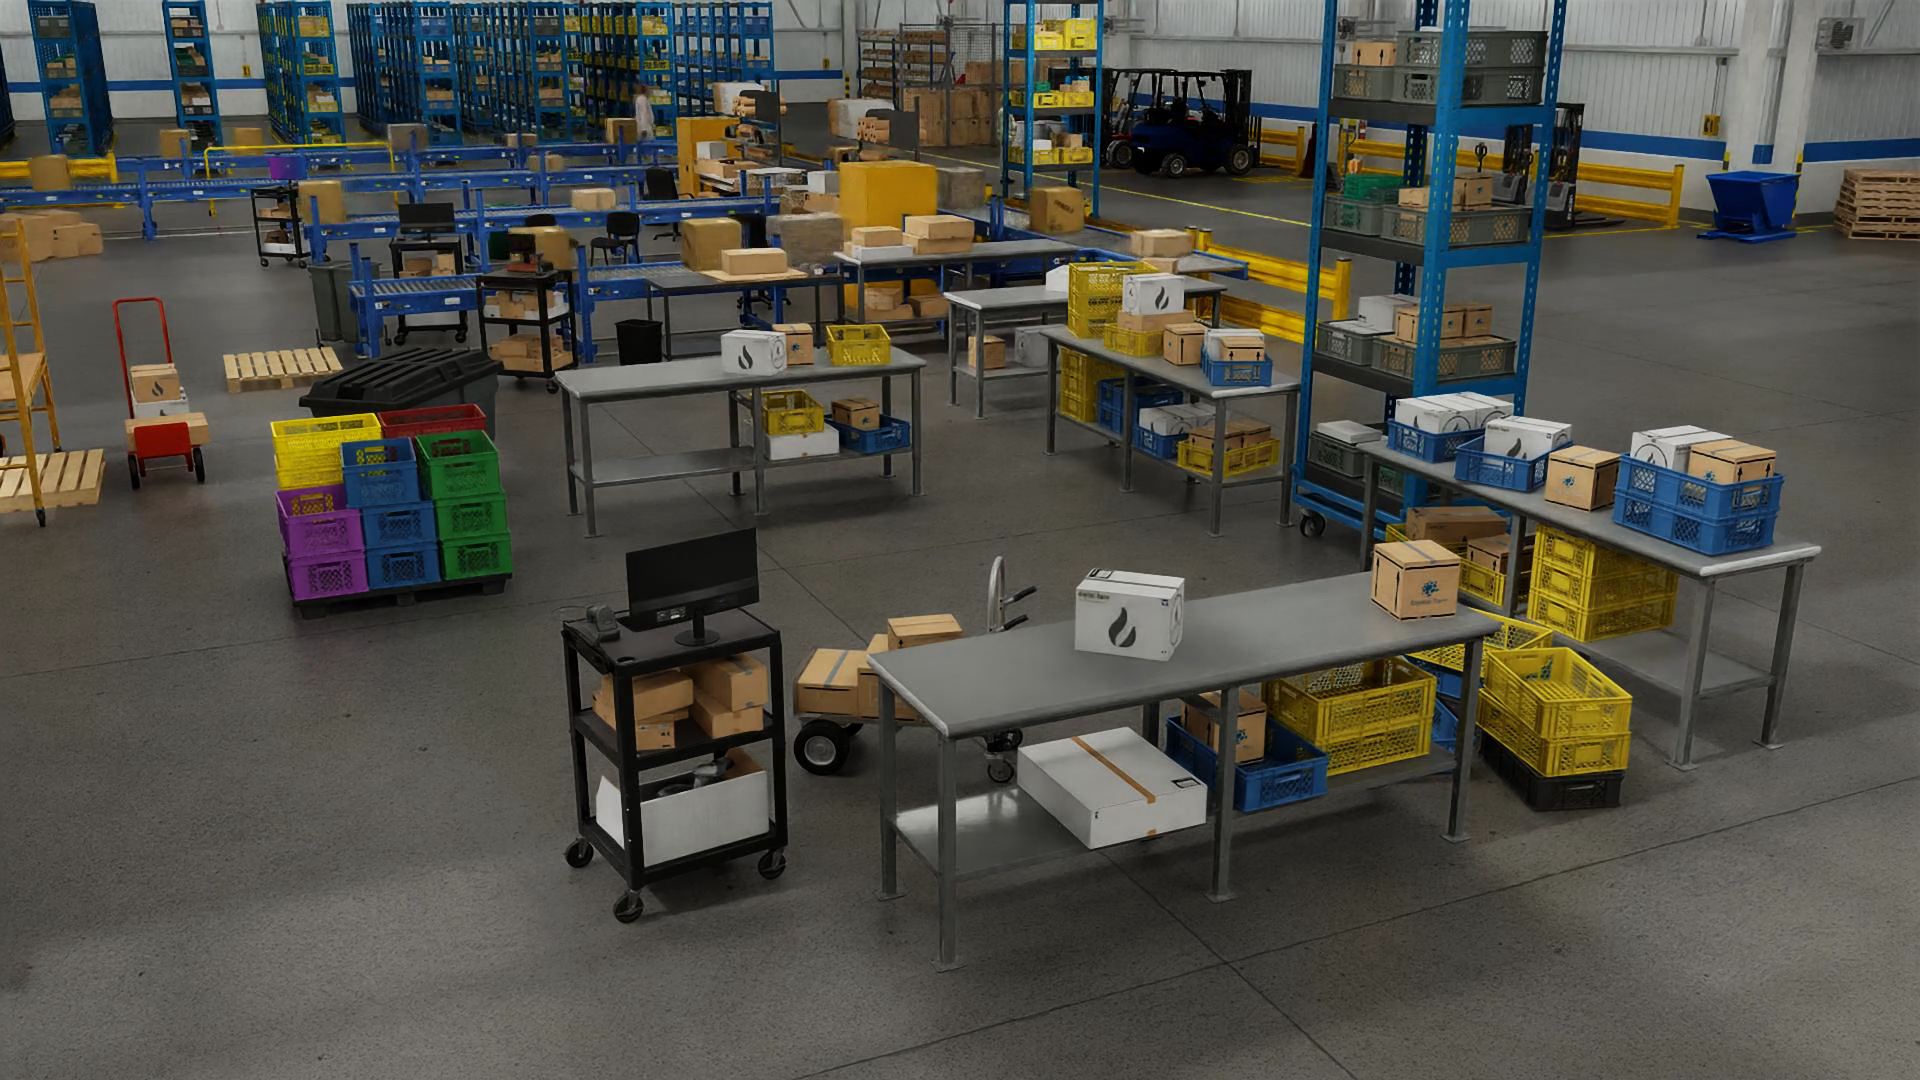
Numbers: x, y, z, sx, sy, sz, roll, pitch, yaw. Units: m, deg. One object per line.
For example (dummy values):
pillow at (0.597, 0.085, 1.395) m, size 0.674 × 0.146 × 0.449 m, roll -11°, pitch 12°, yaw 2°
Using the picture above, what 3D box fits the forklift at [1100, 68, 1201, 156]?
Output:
forklift at (4.082, -9.564, 37.410) m, size 2.680 × 1.987 × 1.157 m, roll -8°, pitch 19°, yaw -23°

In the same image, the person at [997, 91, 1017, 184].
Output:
person at (0.950, -8.138, 33.671) m, size 0.404 × 1.833 × 0.592 m, roll 3°, pitch 18°, yaw 10°

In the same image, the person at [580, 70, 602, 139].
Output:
person at (-10.110, -11.934, 45.615) m, size 0.571 × 1.840 × 0.373 m, roll 3°, pitch 18°, yaw 10°

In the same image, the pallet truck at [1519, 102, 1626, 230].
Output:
pallet truck at (9.972, -6.037, 26.785) m, size 1.885 × 1.965 × 0.823 m, roll -9°, pitch 20°, yaw -25°

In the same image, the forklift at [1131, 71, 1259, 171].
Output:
forklift at (4.998, -8.936, 35.413) m, size 2.680 × 1.987 × 1.157 m, roll -9°, pitch 20°, yaw -25°

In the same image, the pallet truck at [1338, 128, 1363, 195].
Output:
pallet truck at (7.845, -7.140, 31.411) m, size 1.522 × 1.261 × 0.704 m, roll -9°, pitch 20°, yaw -25°

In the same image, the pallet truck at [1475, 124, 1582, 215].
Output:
pallet truck at (9.707, -6.455, 28.103) m, size 1.885 × 1.965 × 0.823 m, roll -7°, pitch 19°, yaw -20°

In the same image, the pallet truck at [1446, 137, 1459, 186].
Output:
pallet truck at (9.184, -6.485, 29.328) m, size 1.630 × 1.274 × 0.653 m, roll -8°, pitch 19°, yaw -23°

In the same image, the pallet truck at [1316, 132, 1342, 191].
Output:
pallet truck at (7.723, -7.504, 32.656) m, size 1.601 × 1.201 × 0.680 m, roll -8°, pitch 19°, yaw -23°

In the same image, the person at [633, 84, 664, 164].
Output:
person at (-6.748, -8.975, 36.249) m, size 0.933 × 1.865 × 0.678 m, roll -6°, pitch 19°, yaw -19°
